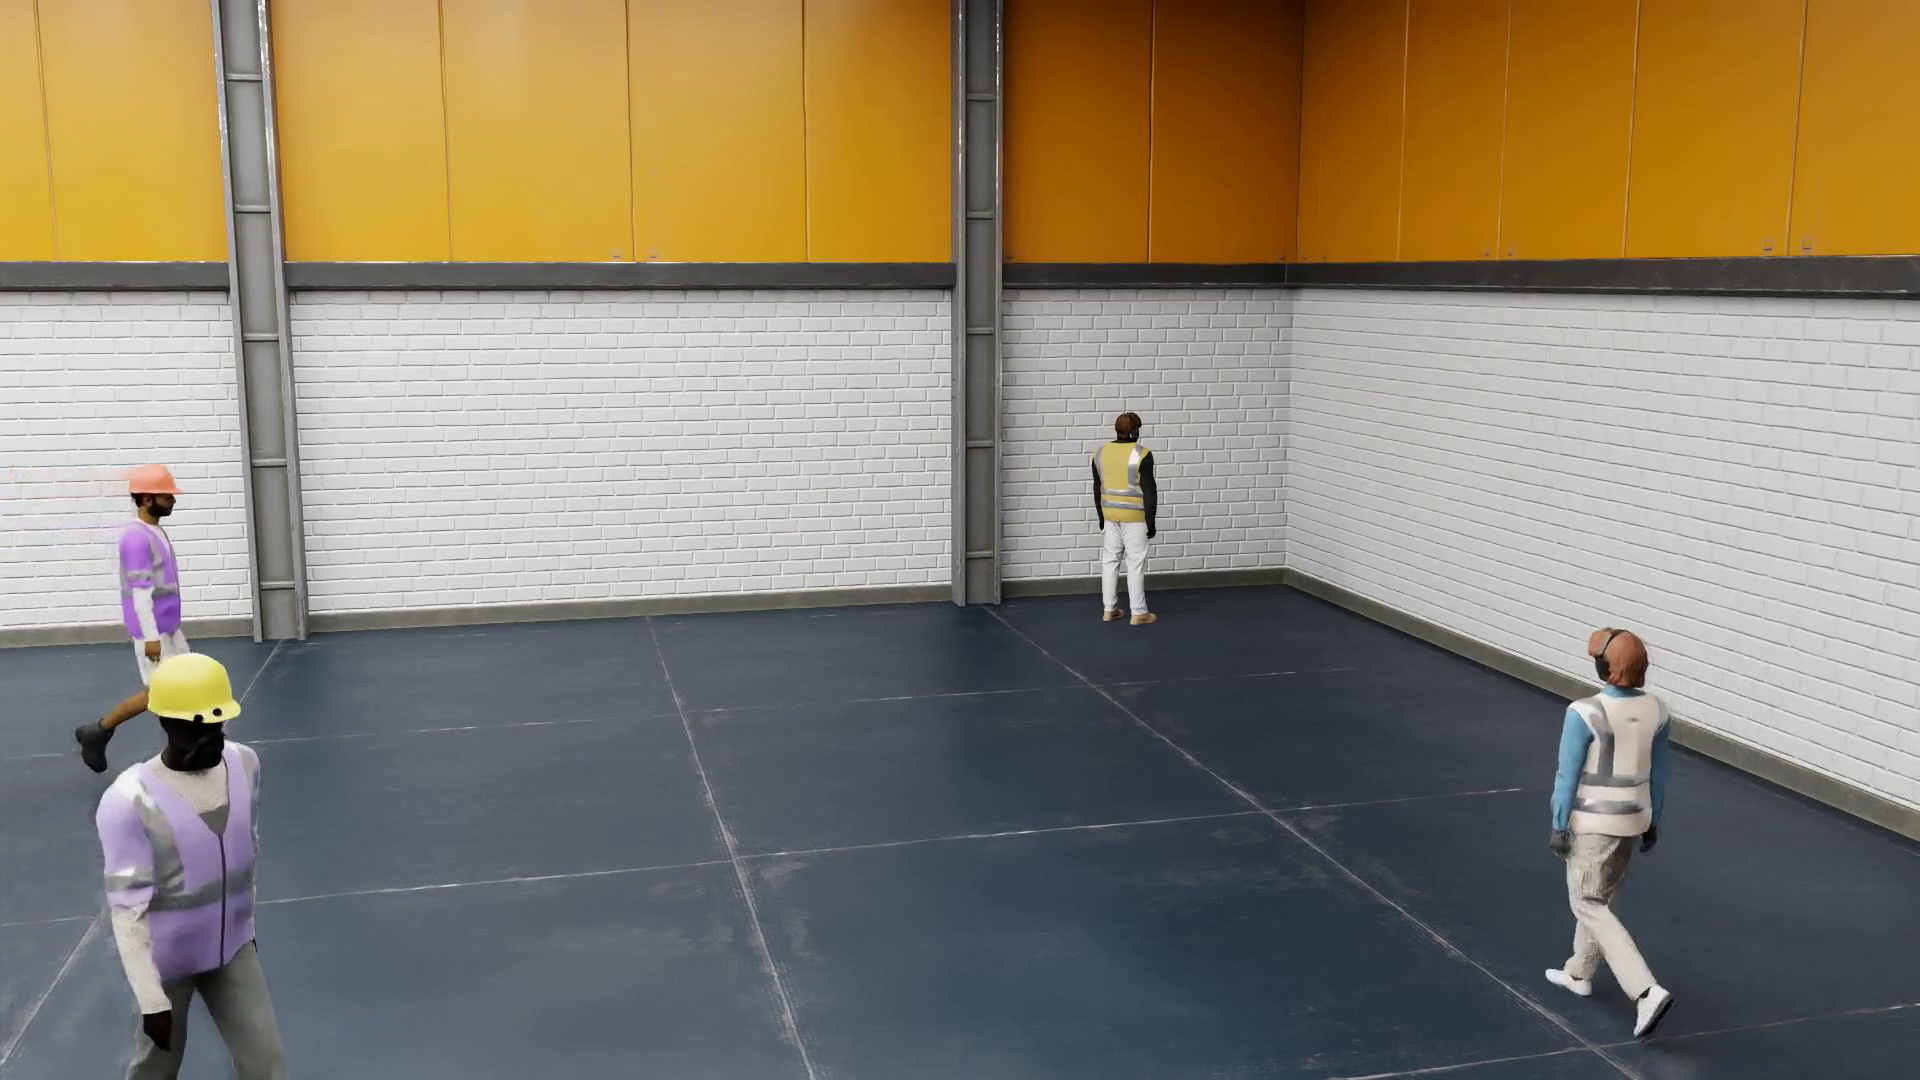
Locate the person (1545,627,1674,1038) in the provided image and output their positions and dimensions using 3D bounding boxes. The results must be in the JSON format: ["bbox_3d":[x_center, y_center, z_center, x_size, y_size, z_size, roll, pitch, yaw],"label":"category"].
[{"bbox_3d":[2.654,1.161,6.718,0.524,1.612,0.700,-4,10,-24],"label":"person"}]

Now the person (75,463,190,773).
[{"bbox_3d":[-4.880,0.495,9.943,0.724,1.919,0.560,-1,9,-9],"label":"person"}]

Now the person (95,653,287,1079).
[{"bbox_3d":[-2.312,1.278,5.149,0.955,1.878,0.612,4,10,26],"label":"person"}]

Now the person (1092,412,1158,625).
[{"bbox_3d":[1.452,-0.188,14.440,0.624,1.844,0.429,7,12,39],"label":"person"}]
